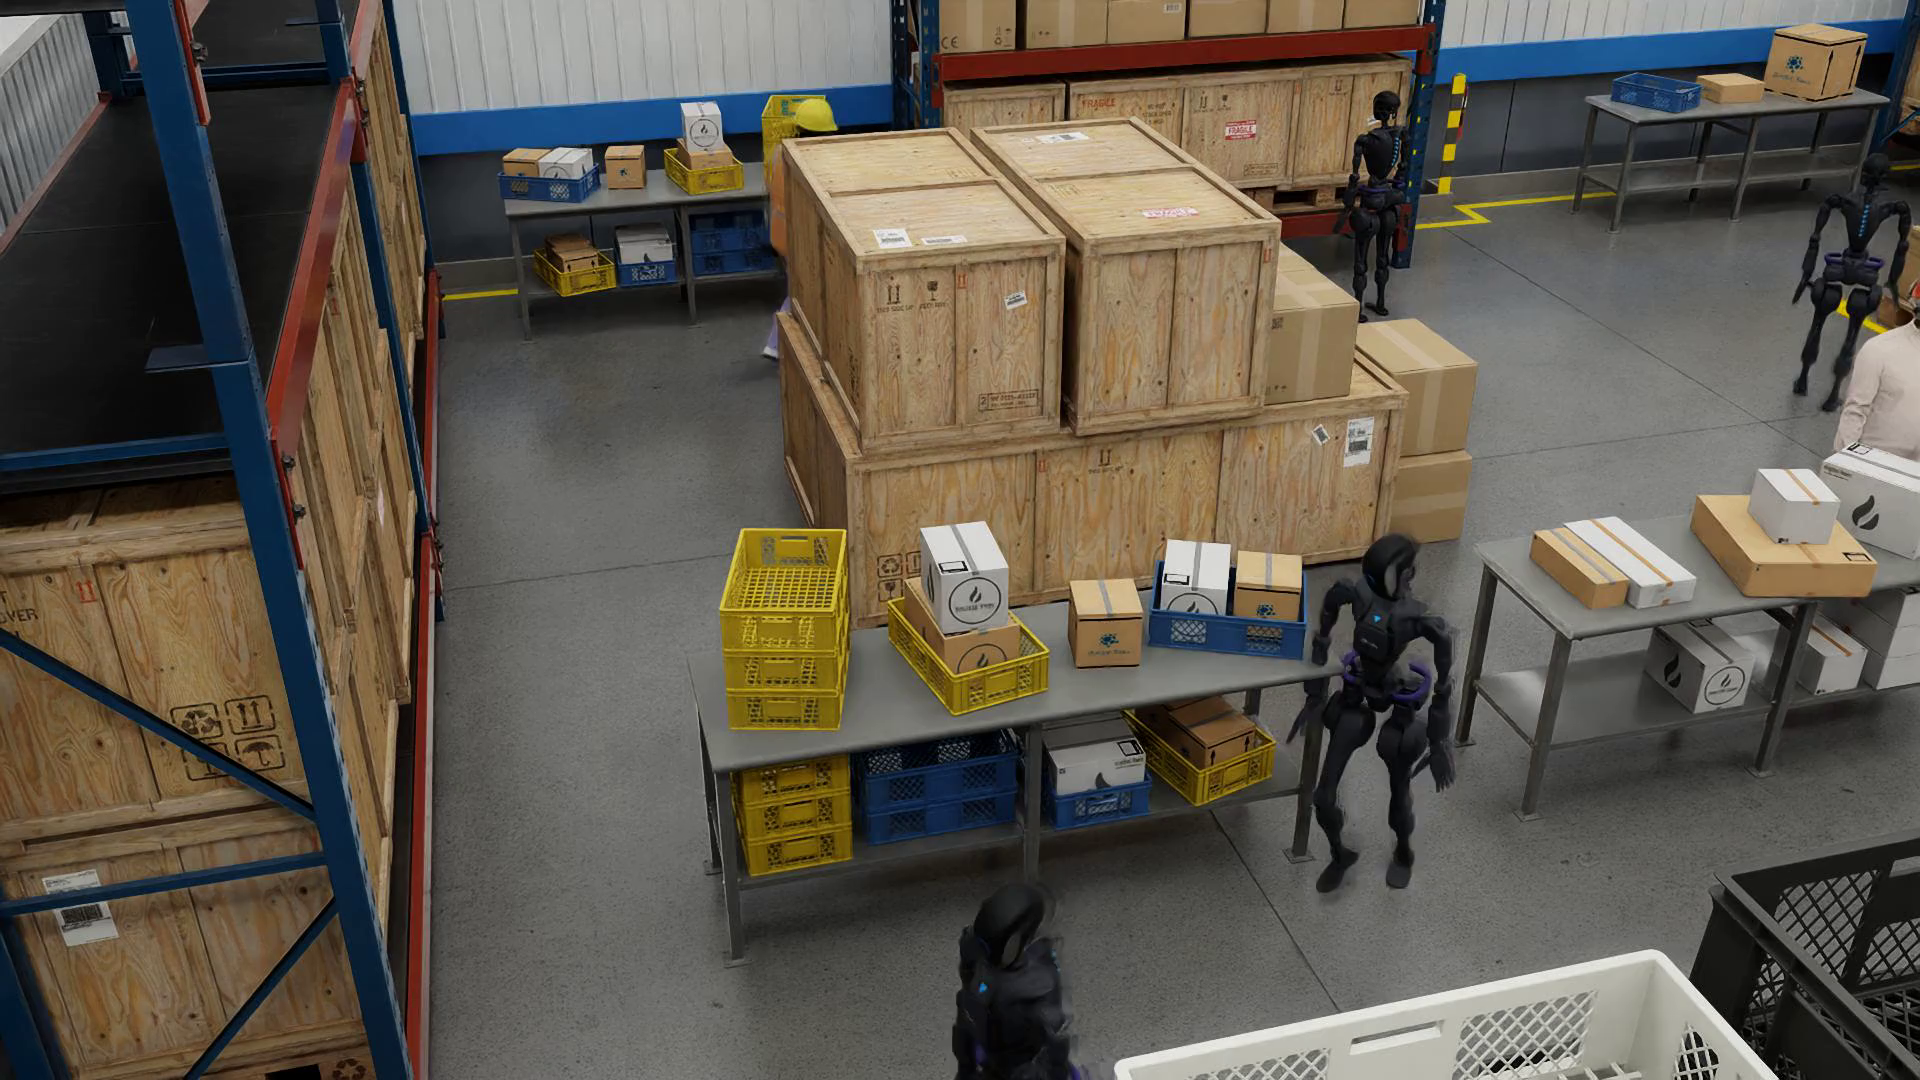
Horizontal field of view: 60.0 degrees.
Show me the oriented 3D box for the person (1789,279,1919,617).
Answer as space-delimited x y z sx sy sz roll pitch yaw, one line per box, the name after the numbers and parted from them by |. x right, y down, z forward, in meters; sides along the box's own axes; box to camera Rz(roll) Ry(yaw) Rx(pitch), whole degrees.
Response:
4.500 -0.392 8.050 0.607 1.987 0.400 -6 29 -11 | person

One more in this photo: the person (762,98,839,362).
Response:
-1.014 -1.975 11.018 0.487 1.893 0.602 -15 32 -25 | person

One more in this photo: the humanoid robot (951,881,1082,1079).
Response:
0.197 1.614 4.772 0.670 1.645 0.601 -17 33 -28 | humanoid robot

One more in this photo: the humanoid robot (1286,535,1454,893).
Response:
1.639 0.676 6.451 0.657 1.627 0.559 20 35 32 | humanoid robot

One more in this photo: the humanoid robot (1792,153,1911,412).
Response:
5.711 -1.661 10.680 0.598 1.660 0.385 16 33 26 | humanoid robot

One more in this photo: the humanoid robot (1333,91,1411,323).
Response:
2.992 -2.417 12.029 0.589 1.657 0.327 -18 33 -29 | humanoid robot
